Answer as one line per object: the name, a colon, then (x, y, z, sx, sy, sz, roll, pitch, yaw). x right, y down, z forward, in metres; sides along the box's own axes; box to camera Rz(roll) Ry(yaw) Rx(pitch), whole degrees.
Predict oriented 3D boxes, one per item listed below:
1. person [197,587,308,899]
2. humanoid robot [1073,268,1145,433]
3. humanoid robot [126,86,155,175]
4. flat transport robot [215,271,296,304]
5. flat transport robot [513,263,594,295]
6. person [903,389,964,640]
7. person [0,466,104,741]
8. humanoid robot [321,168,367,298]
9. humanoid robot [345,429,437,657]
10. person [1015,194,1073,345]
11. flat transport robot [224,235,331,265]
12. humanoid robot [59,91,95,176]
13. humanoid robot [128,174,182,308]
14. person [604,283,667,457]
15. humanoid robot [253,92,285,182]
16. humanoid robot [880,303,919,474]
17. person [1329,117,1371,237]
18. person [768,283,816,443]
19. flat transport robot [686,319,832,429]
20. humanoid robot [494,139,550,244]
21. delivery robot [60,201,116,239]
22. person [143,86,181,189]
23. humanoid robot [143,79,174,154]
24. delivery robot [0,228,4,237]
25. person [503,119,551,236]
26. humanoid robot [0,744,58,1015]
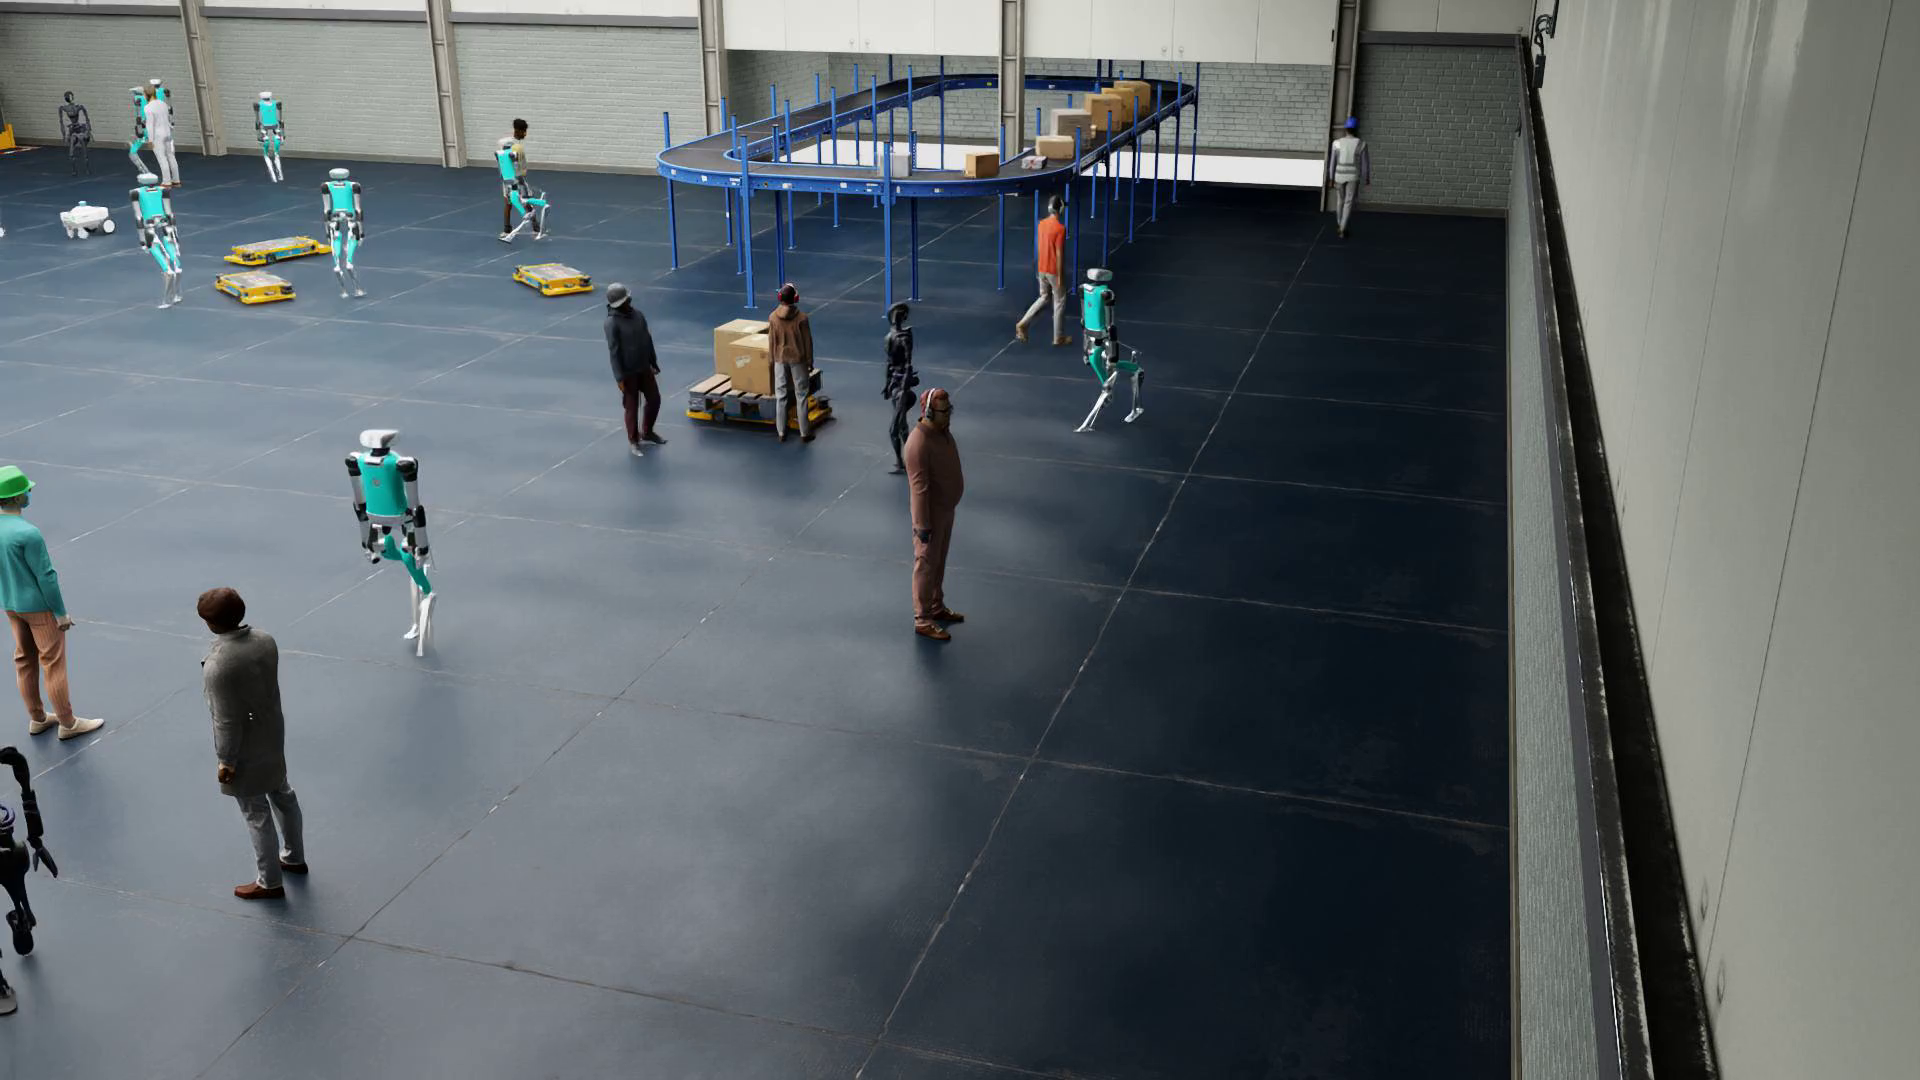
person: (-3.906, 1.111, 9.130, 0.364, 1.830, 0.503, 5, 22, 12)
humanoid robot: (1.645, -1.982, 17.368, 1.038, 1.782, 0.539, -13, 25, -30)
humanoid robot: (-16.506, -8.141, 33.290, 0.636, 1.821, 0.543, -3, 21, -7)
flat transport robot: (-9.933, -3.564, 23.421, 0.659, 0.231, 1.431, -17, 27, -37)
flat transport robot: (-5.860, -3.756, 23.921, 0.659, 0.231, 1.431, -14, 25, -32)
person: (-0.175, -0.209, 12.447, 0.413, 1.907, 0.648, 6, 22, 16)
person: (-6.050, 0.418, 10.862, 0.507, 1.875, 0.351, 8, 22, 20)
humanoid robot: (-8.554, -4.211, 23.049, 0.538, 1.783, 0.673, -2, 21, -6)
humanoid robot: (-4.051, -0.010, 12.208, 0.541, 1.798, 0.824, 4, 22, 11)
person: (1.074, -3.302, 20.494, 0.727, 1.891, 0.484, -15, 26, -34)
flat transport robot: (-10.593, -4.490, 25.824, 0.659, 0.231, 1.431, 15, 26, 34)
humanoid robot: (-17.683, -8.131, 33.306, 0.608, 1.655, 0.376, -3, 21, -9)
humanoid robot: (-10.816, -4.047, 22.641, 0.799, 1.788, 0.557, 16, 26, 36)
person: (-3.241, -1.707, 16.537, 0.358, 1.767, 0.630, 15, 26, 35)
humanoid robot: (-13.553, -7.888, 32.637, 0.536, 1.801, 0.785, -14, 25, -32)
humanoid robot: (-0.569, -1.478, 16.068, 0.485, 1.652, 0.600, -8, 23, -20)
person: (6.468, -5.996, 27.451, 0.616, 1.918, 0.825, 14, 25, 31)
person: (-1.716, -1.788, 16.889, 0.458, 1.651, 0.336, 3, 21, 7)
flat transport robot: (-2.154, -1.423, 17.869, 1.431, 0.231, 0.659, 7, 22, 17)
humanoid robot: (-6.966, -5.558, 26.589, 0.537, 1.721, 1.079, 18, 27, 39)
delivery robot: (-14.454, -5.308, 27.529, 0.520, 0.581, 0.750, 10, 23, 24)
person: (-15.333, -7.710, 31.874, 0.365, 1.932, 0.622, 3, 21, 9)
humanoid robot: (-16.755, -8.817, 35.035, 0.533, 1.785, 0.755, -2, 21, -6)
delivery robot: (-16.134, -5.176, 27.216, 0.499, 0.602, 0.801, 11, 23, 25)
person: (-7.191, -5.964, 27.355, 0.832, 1.912, 0.603, -12, 24, -29)
humanoid robot: (-4.892, 1.518, 8.300, 0.599, 1.631, 0.594, -14, 25, -31)
